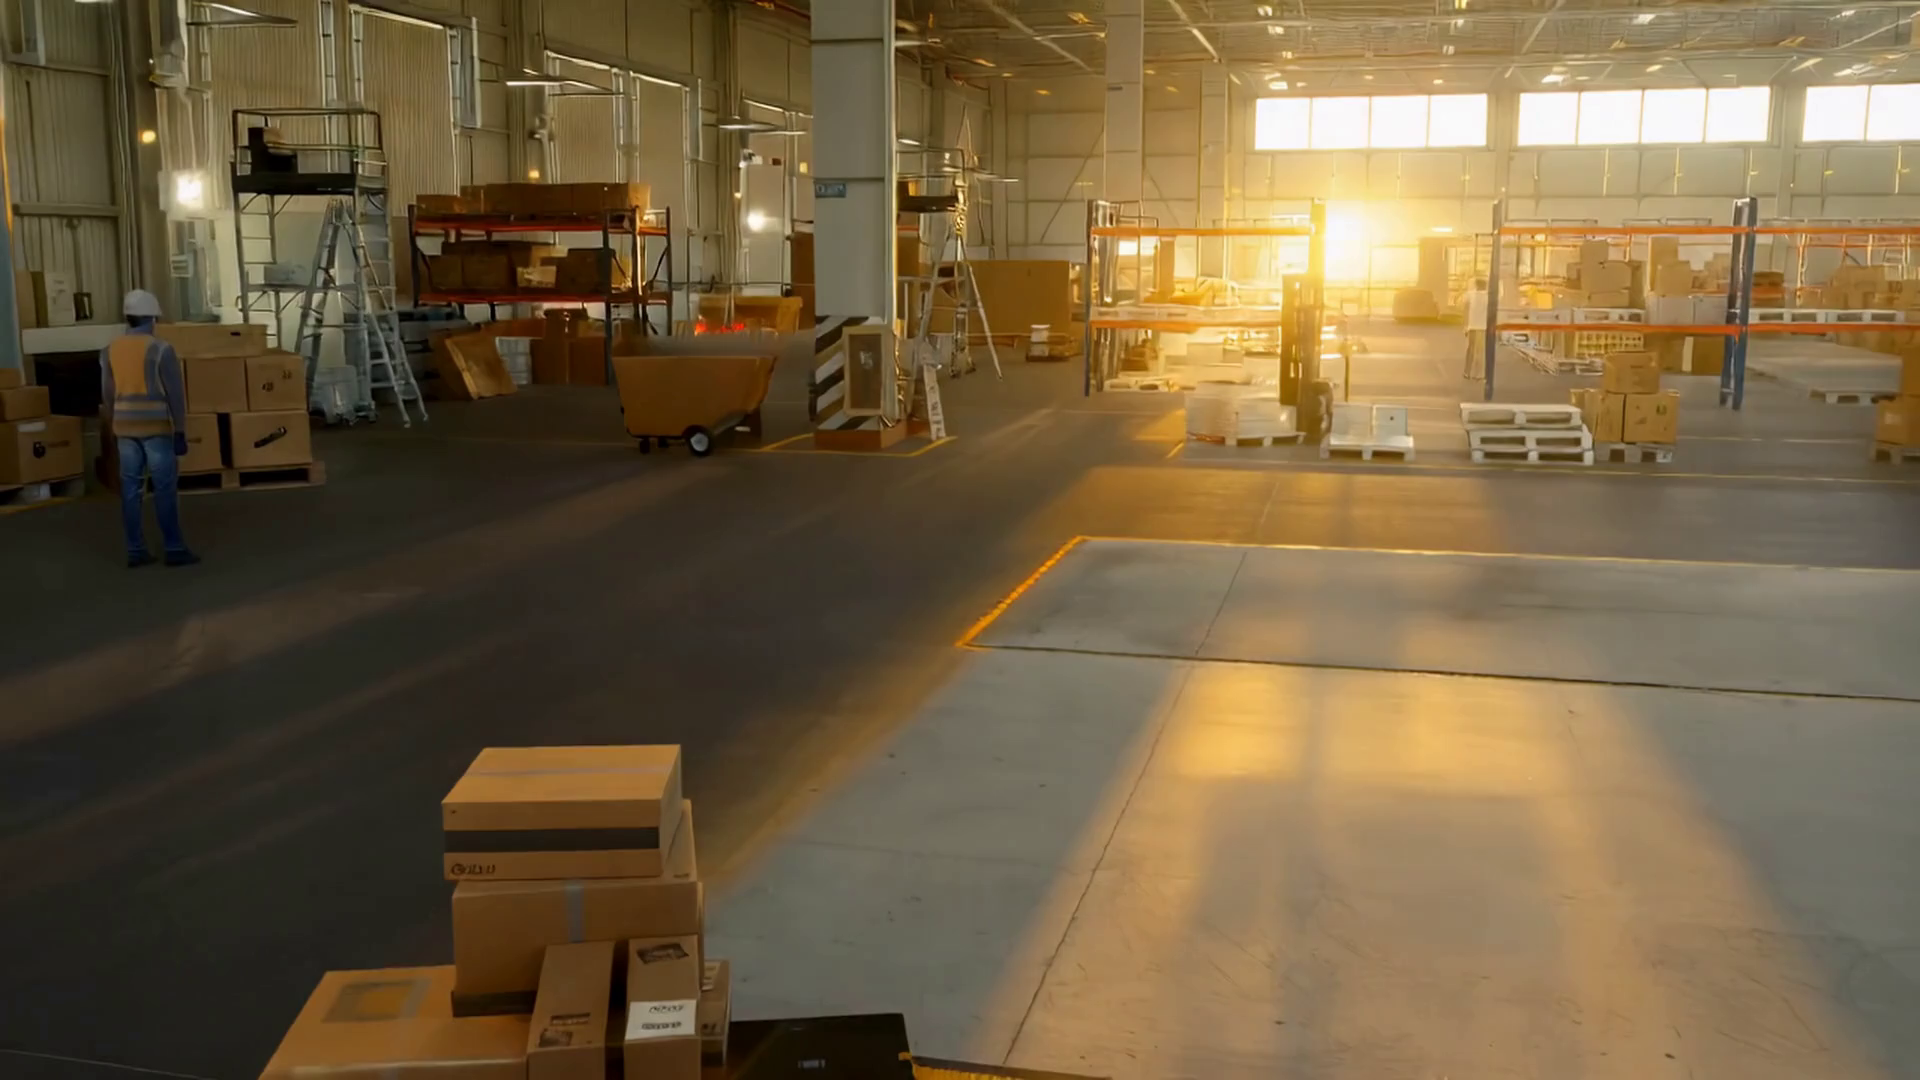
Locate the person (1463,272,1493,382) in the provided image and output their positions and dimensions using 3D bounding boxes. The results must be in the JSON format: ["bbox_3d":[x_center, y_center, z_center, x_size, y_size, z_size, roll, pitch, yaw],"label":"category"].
[{"bbox_3d":[9.090,-3.725,29.134,0.369,1.925,0.594,-7,12,-36],"label":"person"}]

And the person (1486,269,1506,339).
[{"bbox_3d":[14.270,-6.309,44.396,0.557,1.918,0.647,3,10,16],"label":"person"}]

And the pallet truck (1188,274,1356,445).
[{"bbox_3d":[3.653,-2.138,19.590,1.885,1.965,0.823,-4,10,-20],"label":"pallet truck"}]

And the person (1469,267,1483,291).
[{"bbox_3d":[14.704,-6.762,47.106,0.653,1.889,0.986,4,11,24],"label":"person"}]

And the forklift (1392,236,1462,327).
[{"bbox_3d":[14.687,-8.123,52.230,1.873,2.768,1.129,-2,10,-14],"label":"forklift"}]

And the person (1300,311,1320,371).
[{"bbox_3d":[6.753,-4.106,31.938,0.484,1.739,0.319,-8,13,-41],"label":"person"}]

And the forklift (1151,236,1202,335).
[{"bbox_3d":[5.866,-7.214,46.878,1.873,2.768,1.129,2,10,14],"label":"forklift"}]

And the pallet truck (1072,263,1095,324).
[{"bbox_3d":[4.325,-8.180,55.162,0.823,1.965,1.885,6,11,31],"label":"pallet truck"}]

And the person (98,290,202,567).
[{"bbox_3d":[-5.719,-0.776,11.709,0.605,1.949,0.399,2,10,11],"label":"person"}]
